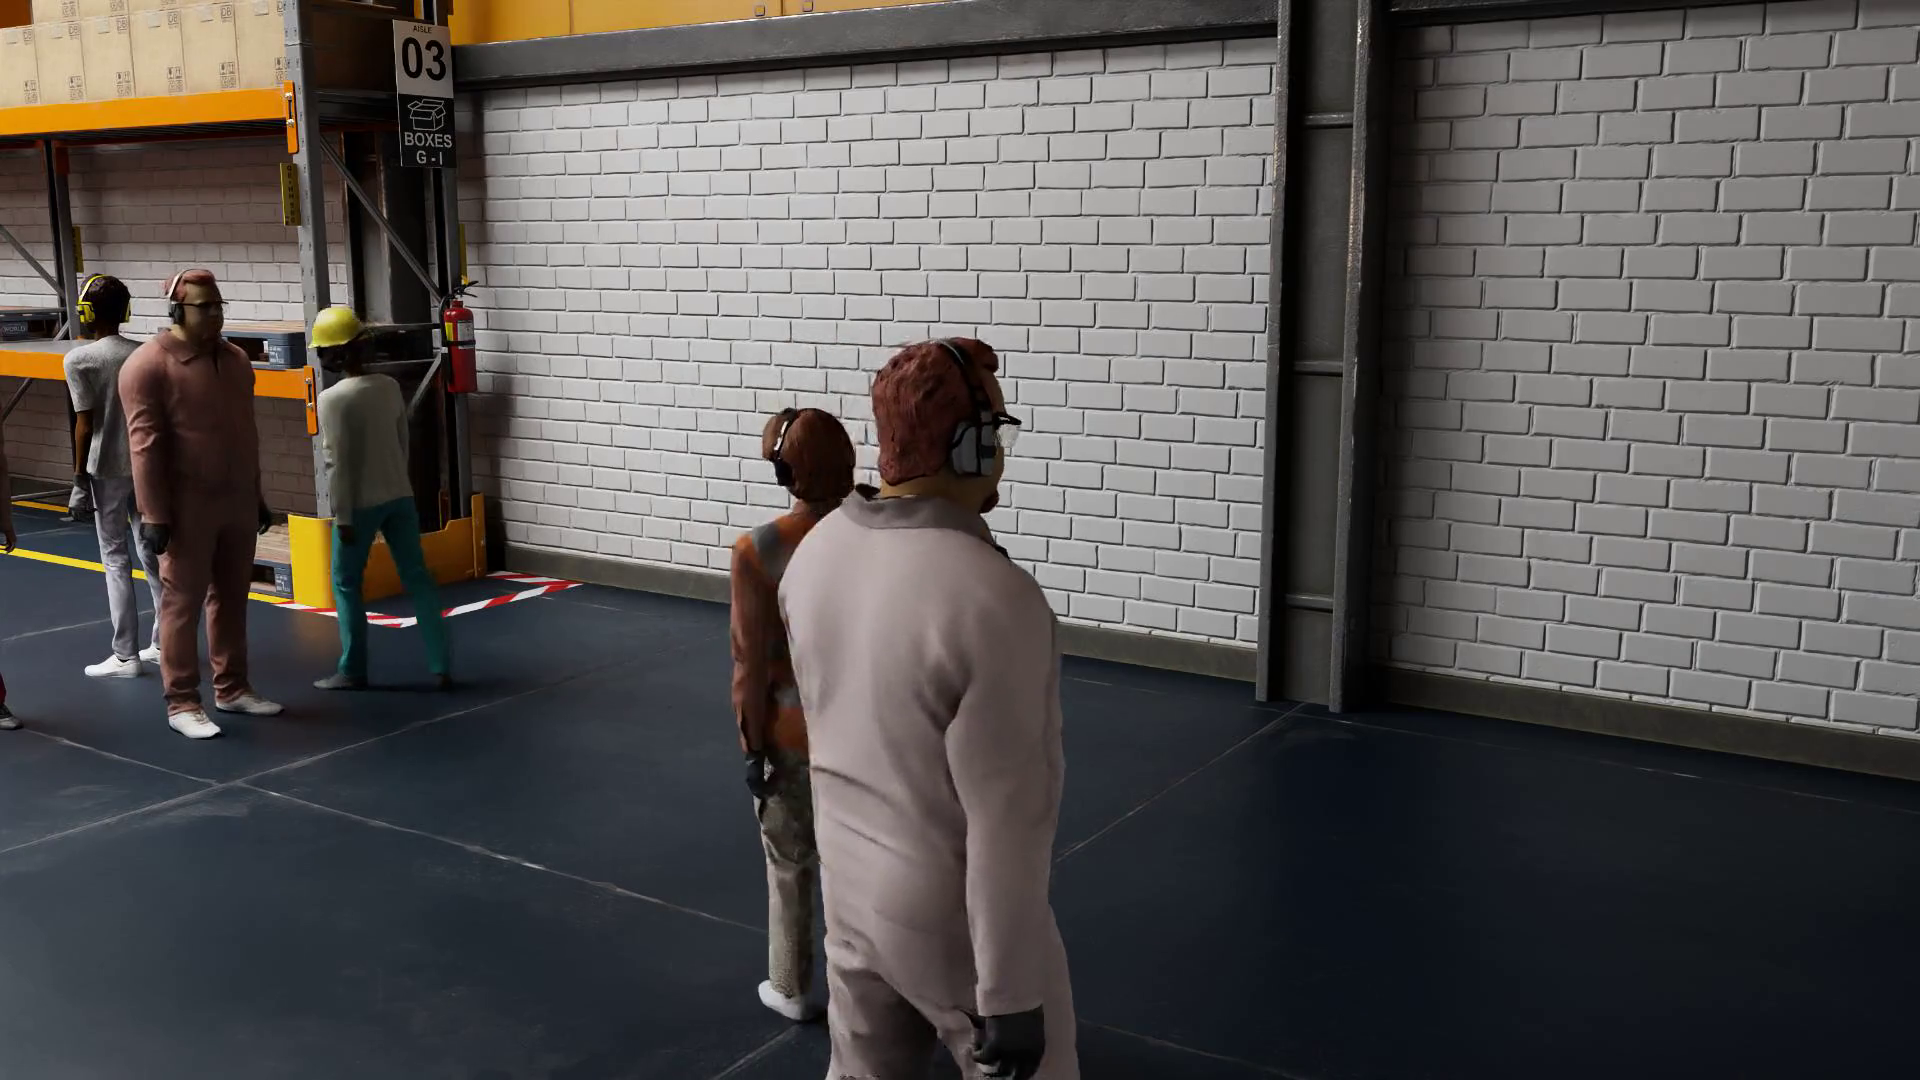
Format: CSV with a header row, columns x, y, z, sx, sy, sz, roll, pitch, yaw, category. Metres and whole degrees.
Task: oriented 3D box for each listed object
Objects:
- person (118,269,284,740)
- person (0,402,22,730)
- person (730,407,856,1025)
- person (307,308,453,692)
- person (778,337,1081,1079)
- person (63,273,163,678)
x,y,z,sx,sy,sz,roll,pitch,yaw,category
-3.089,-0.154,6.857,0.403,1.906,0.652,4,11,19,person
-4.116,-0.063,6.732,0.530,1.772,0.300,-10,14,-44,person
-0.306,0.481,4.128,0.522,1.618,0.604,-5,12,-28,person
-2.581,-0.159,7.407,0.620,1.733,0.542,5,11,24,person
-0.050,0.599,2.780,0.867,1.878,0.661,-7,13,-35,person
-3.908,-0.289,7.723,0.328,1.867,0.514,4,11,22,person
